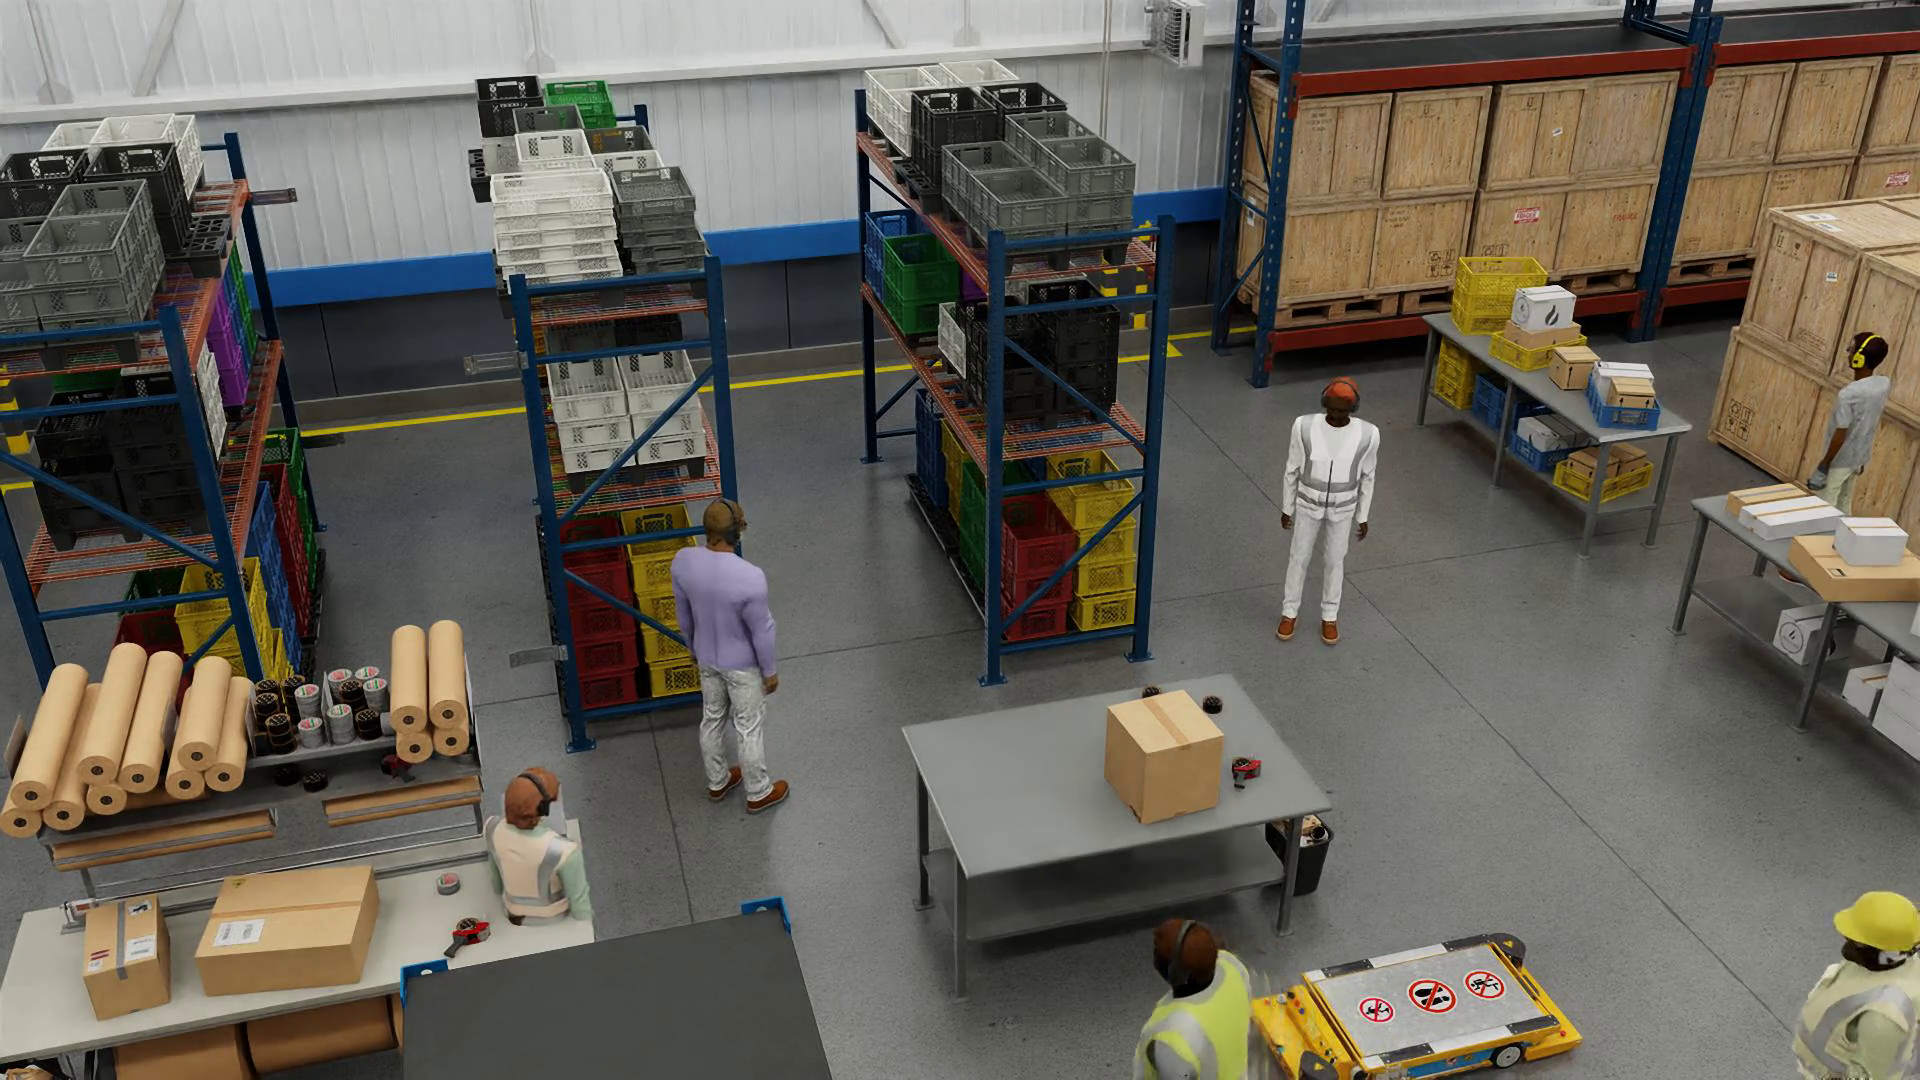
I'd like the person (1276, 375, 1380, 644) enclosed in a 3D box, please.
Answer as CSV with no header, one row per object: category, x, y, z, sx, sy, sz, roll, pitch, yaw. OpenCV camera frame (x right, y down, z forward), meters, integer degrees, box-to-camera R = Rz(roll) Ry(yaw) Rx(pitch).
person,2.379,-0.196,10.824,0.574,1.887,0.355,6,29,10

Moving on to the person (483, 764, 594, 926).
person,-1.891,1.744,7.560,0.523,1.631,0.322,12,31,21

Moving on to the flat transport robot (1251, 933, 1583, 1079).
flat transport robot,2.184,2.282,7.980,1.431,0.197,0.652,-8,30,-14

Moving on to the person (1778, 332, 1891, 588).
person,6.063,-0.538,11.464,0.514,1.872,0.332,-16,33,-27

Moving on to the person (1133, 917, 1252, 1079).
person,0.830,2.200,6.563,0.958,1.784,0.619,19,34,31

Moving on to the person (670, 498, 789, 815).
person,-1.272,0.654,9.231,0.627,1.934,0.372,15,32,25

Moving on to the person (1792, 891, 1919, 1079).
person,3.533,2.119,6.686,0.425,1.819,0.608,18,34,29
